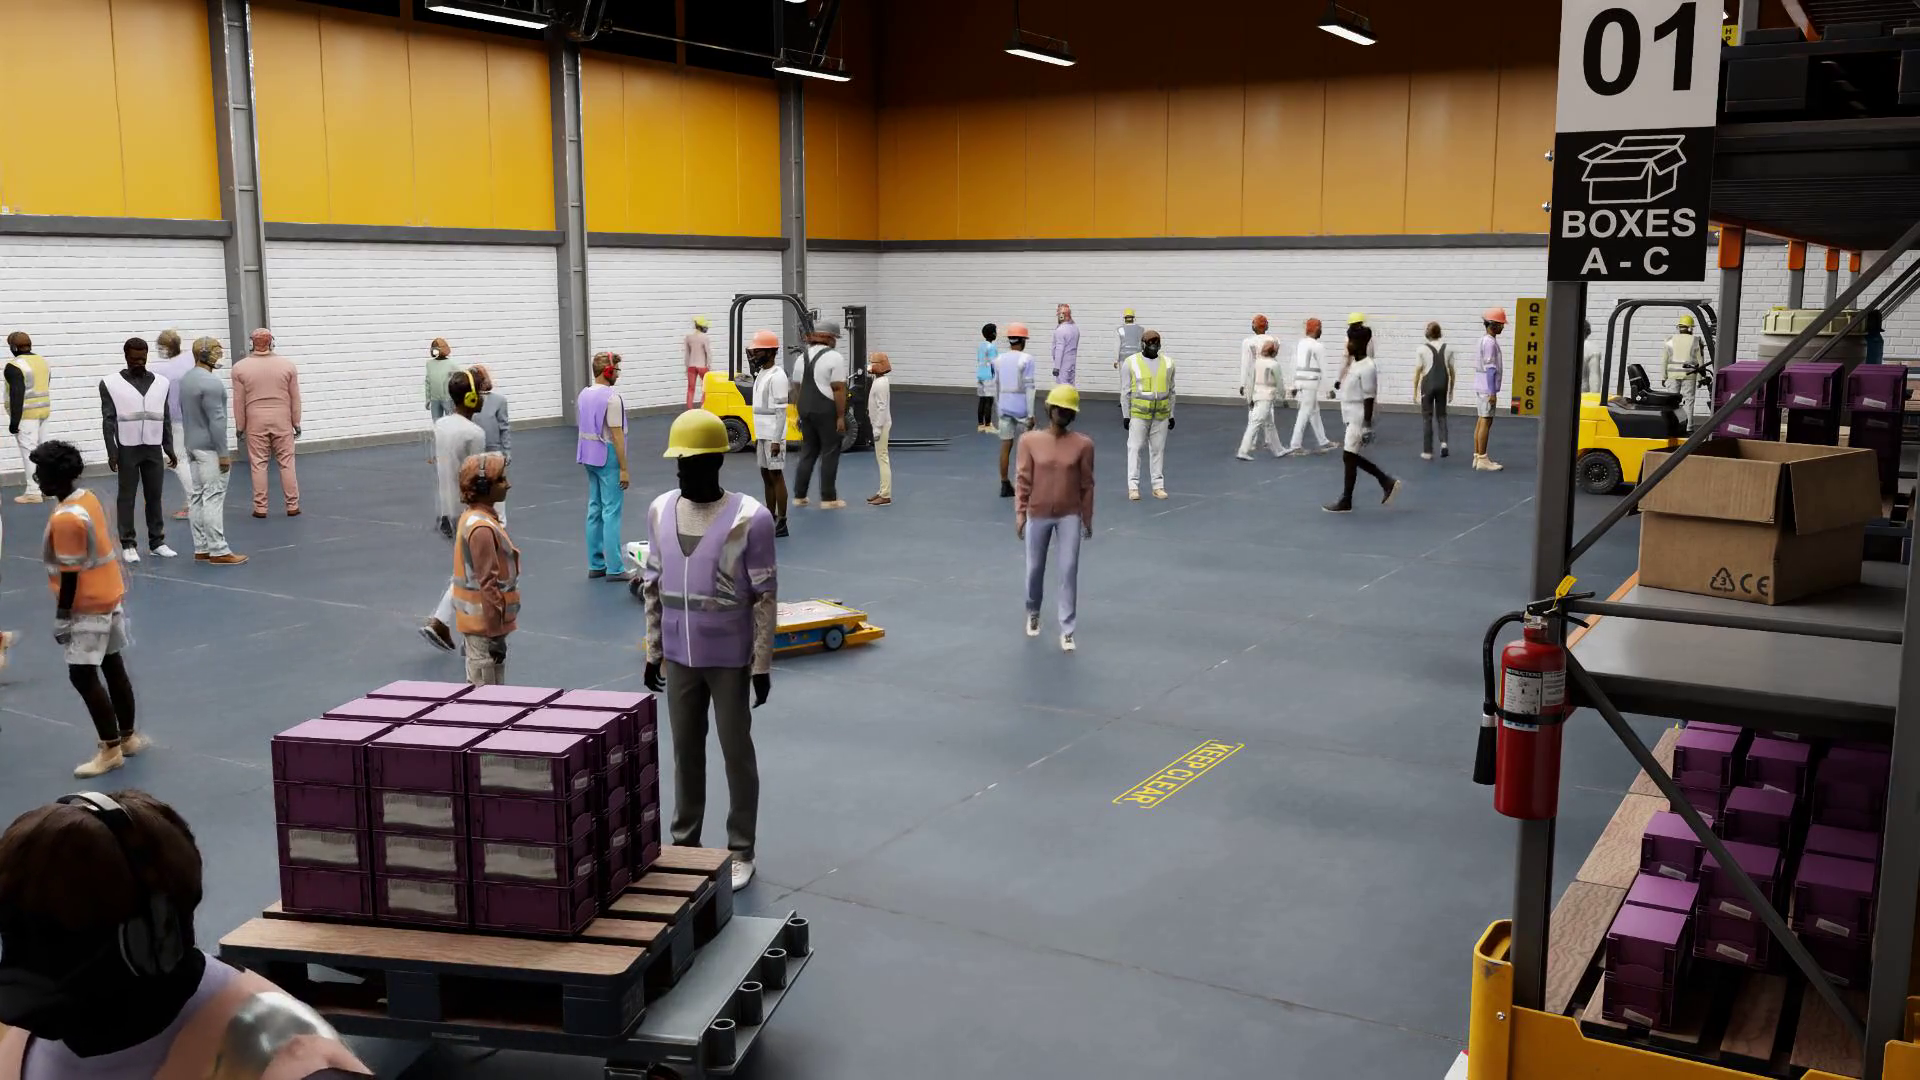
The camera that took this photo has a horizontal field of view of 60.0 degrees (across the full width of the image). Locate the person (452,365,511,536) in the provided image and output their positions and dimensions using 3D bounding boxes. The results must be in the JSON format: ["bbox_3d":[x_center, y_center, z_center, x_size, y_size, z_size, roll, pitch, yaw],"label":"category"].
[{"bbox_3d":[-4.393,-0.798,15.296,0.503,1.626,0.282,-3,10,-17],"label":"person"}]

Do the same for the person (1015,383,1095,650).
[{"bbox_3d":[0.626,-0.165,11.026,0.534,1.775,0.531,0,9,1],"label":"person"}]

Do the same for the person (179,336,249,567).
[{"bbox_3d":[-6.318,-0.743,13.992,0.377,1.936,0.628,-9,13,-44],"label":"person"}]

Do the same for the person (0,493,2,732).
[{"bbox_3d":[-5.346,0.089,8.772,0.544,1.943,0.347,-3,10,-20],"label":"person"}]

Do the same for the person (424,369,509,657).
[{"bbox_3d":[-3.148,-0.155,10.580,0.542,1.853,0.441,8,12,41],"label":"person"}]

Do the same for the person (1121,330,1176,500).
[{"bbox_3d":[2.062,-1.358,18.118,0.626,1.844,0.429,-2,9,-14],"label":"person"}]

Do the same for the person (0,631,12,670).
[{"bbox_3d":[-5.925,-0.032,9.482,0.637,1.964,0.864,6,11,35],"label":"person"}]

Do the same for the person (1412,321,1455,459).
[{"bbox_3d":[6.265,-1.966,21.963,0.536,1.825,0.451,-1,9,-5],"label":"person"}]

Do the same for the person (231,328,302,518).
[{"bbox_3d":[-6.967,-1.172,16.754,0.636,1.909,0.406,-4,10,-25],"label":"person"}]

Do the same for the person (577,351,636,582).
[{"bbox_3d":[-2.840,-0.583,13.282,0.390,1.840,0.565,-8,12,-42],"label":"person"}]

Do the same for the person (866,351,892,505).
[{"bbox_3d":[-0.865,-1.189,17.698,0.277,1.636,0.502,-1,9,-3],"label":"person"}]

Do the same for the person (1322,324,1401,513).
[{"bbox_3d":[4.136,-1.237,17.026,0.729,1.949,0.619,1,9,5],"label":"person"}]

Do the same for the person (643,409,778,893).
[{"bbox_3d":[-1.008,0.440,6.625,0.585,1.928,0.378,4,10,23],"label":"person"}]

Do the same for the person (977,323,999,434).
[{"bbox_3d":[0.430,-2.471,25.510,0.322,1.696,0.536,-4,10,-21],"label":"person"}]

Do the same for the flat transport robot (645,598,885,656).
[{"bbox_3d":[-1.263,0.588,10.860,1.431,0.197,0.652,-7,11,-36],"label":"flat transport robot"}]

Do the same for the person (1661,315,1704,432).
[{"bbox_3d":[10.918,-2.475,25.138,0.593,1.826,0.403,6,11,33],"label":"person"}]

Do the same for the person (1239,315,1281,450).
[{"bbox_3d":[4.179,-2.193,23.188,0.572,1.887,0.356,-2,9,-13],"label":"person"}]

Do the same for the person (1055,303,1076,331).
[{"bbox_3d":[1.919,-3.427,30.844,0.402,1.904,0.639,3,10,18],"label":"person"}]

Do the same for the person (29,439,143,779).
[{"bbox_3d":[-4.303,0.315,8.230,0.324,1.669,0.677,-2,9,-13],"label":"person"}]

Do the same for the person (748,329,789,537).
[{"bbox_3d":[-1.791,-0.986,15.495,0.356,1.938,0.543,-5,10,-27],"label":"person"}]

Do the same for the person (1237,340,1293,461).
[{"bbox_3d":[4.023,-1.832,21.887,0.929,1.580,0.511,-4,10,-22],"label":"person"}]

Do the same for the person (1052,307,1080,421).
[{"bbox_3d":[1.720,-2.909,27.586,0.410,1.913,0.642,5,11,31],"label":"person"}]

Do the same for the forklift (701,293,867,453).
[{"bbox_3d":[-2.458,-2.344,23.176,2.313,2.155,1.214,0,9,-2],"label":"forklift"}]

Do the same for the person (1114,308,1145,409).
[{"bbox_3d":[3.077,-3.290,30.235,0.588,1.822,0.403,-2,9,-9],"label":"person"}]

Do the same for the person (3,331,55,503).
[{"bbox_3d":[-10.021,-1.317,17.874,0.430,1.841,0.624,0,9,2],"label":"person"}]

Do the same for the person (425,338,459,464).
[{"bbox_3d":[-6.666,-1.784,21.422,0.498,1.634,0.280,3,10,17],"label":"person"}]

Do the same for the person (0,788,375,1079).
[{"bbox_3d":[-1.015,1.205,2.119,0.636,1.841,0.429,3,10,21],"label":"person"}]

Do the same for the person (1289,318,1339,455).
[{"bbox_3d":[4.844,-2.067,22.531,0.923,1.838,0.614,-3,10,-18],"label":"person"}]

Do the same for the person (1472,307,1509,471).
[{"bbox_3d":[6.623,-1.883,20.775,0.374,2.043,0.608,1,9,9],"label":"person"}]

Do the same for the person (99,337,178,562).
[{"bbox_3d":[-7.048,-0.781,14.292,0.392,1.914,0.587,7,11,37],"label":"person"}]

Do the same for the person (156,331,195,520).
[{"bbox_3d":[-7.763,-1.153,16.708,0.382,1.896,0.700,0,9,2],"label":"person"}]

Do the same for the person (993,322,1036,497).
[{"bbox_3d":[0.659,-1.436,18.373,0.570,1.927,0.631,7,11,35],"label":"person"}]

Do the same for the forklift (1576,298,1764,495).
[{"bbox_3d":[7.954,-1.589,18.462,2.313,2.155,1.214,5,11,30],"label":"forklift"}]

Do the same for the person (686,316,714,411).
[{"bbox_3d":[-4.364,-2.875,27.892,0.621,1.733,0.442,6,11,32],"label":"person"}]

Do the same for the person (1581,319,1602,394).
[{"bbox_3d":[7.698,-1.809,20.744,0.746,1.899,0.673,-8,12,-39],"label":"person"}]

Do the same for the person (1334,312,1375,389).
[{"bbox_3d":[5.754,-2.363,24.216,0.584,1.903,0.522,-9,12,-43],"label":"person"}]

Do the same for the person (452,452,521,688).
[{"bbox_3d":[-2.177,0.415,7.677,0.307,1.640,0.518,-4,10,-21],"label":"person"}]

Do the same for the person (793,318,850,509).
[{"bbox_3d":[-1.455,-1.360,17.507,0.729,2.000,0.608,8,12,42],"label":"person"}]

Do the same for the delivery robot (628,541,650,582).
[{"bbox_3d":[-2.140,0.118,12.591,0.707,0.478,0.477,-3,9,-24],"label":"delivery robot"}]
